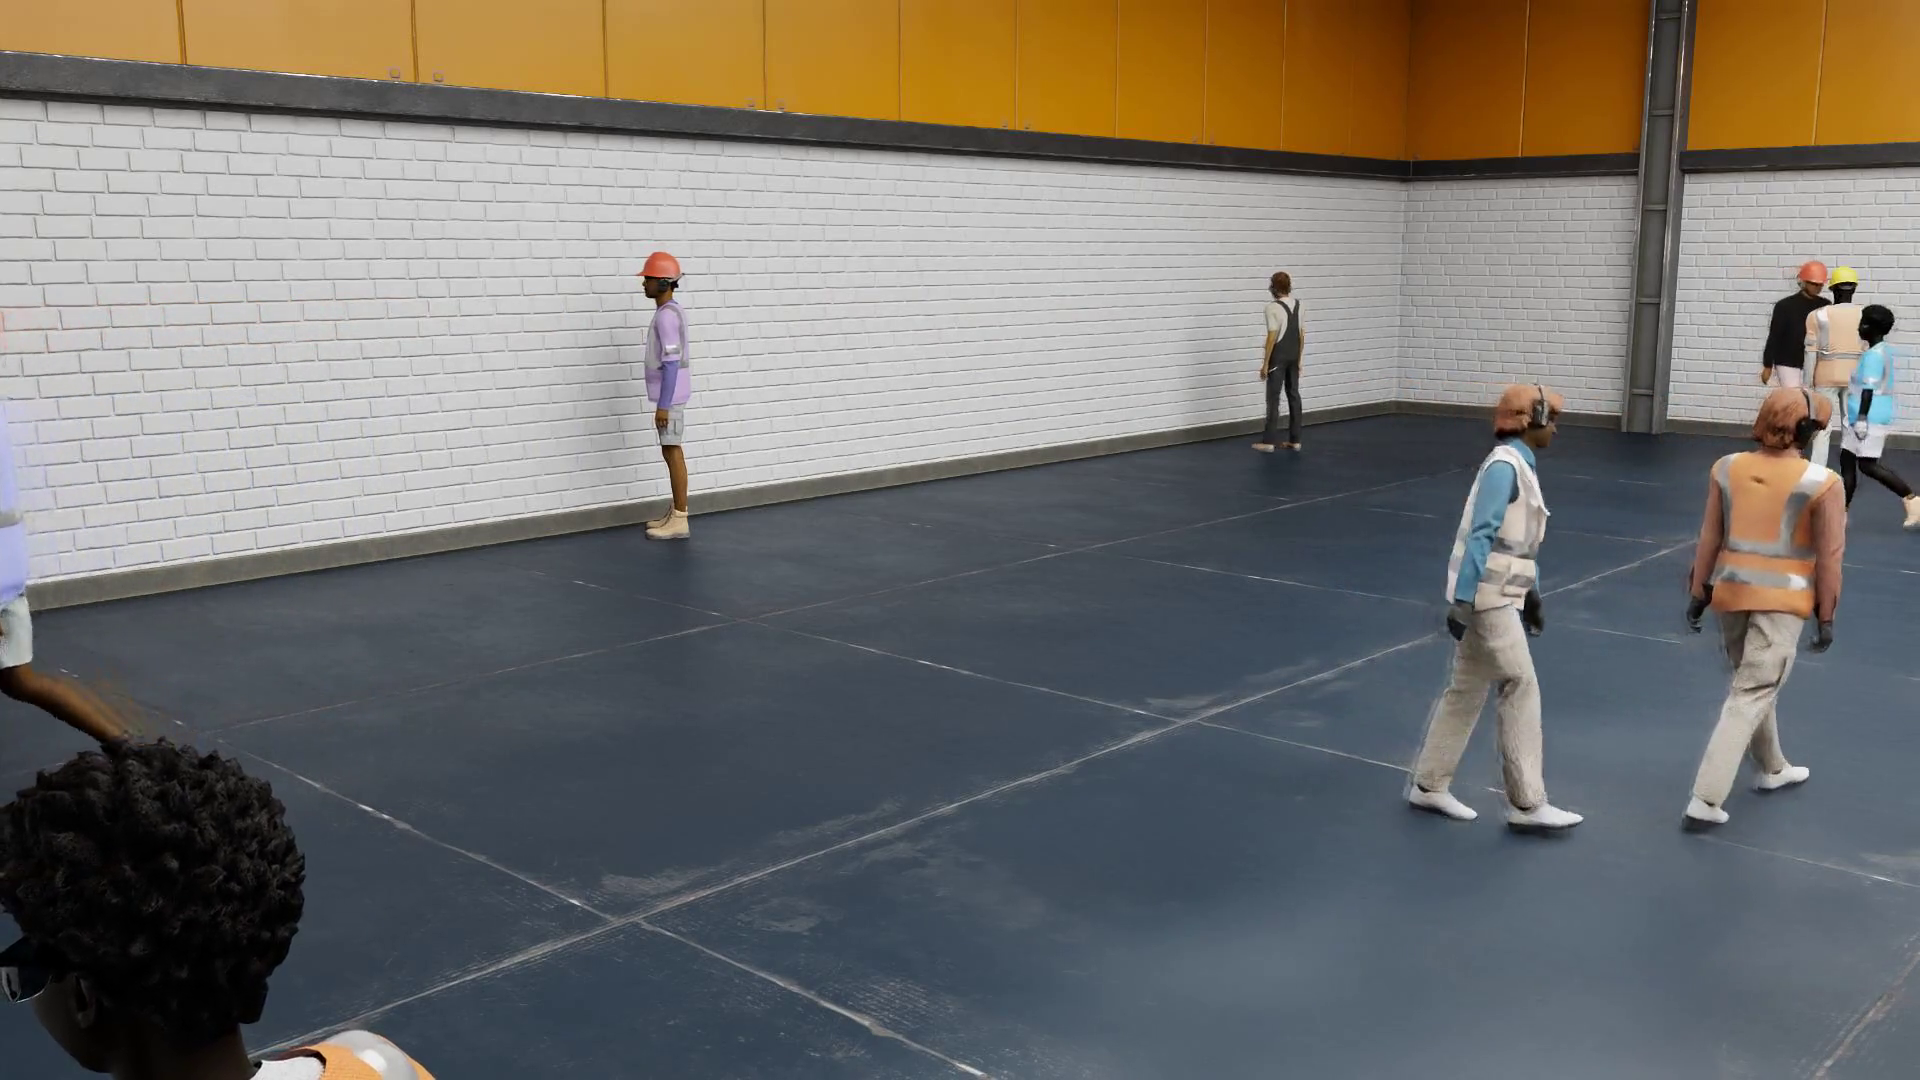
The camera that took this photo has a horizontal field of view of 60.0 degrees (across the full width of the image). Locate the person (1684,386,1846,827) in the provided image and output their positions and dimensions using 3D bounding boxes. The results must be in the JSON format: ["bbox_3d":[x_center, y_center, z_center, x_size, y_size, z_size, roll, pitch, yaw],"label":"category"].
[{"bbox_3d":[2.930,0.234,6.042,0.875,1.585,0.520,-6,12,-32],"label":"person"}]

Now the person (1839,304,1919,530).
[{"bbox_3d":[6.738,-0.890,12.191,0.739,1.669,0.534,6,12,31],"label":"person"}]

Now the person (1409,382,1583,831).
[{"bbox_3d":[1.974,0.240,5.964,0.678,1.591,0.575,4,11,20],"label":"person"}]

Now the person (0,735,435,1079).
[{"bbox_3d":[-0.608,0.997,1.405,0.318,1.691,0.535,3,10,15],"label":"person"}]

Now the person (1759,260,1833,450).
[{"bbox_3d":[7.970,-1.659,15.764,0.623,1.962,0.490,-2,10,-14],"label":"person"}]

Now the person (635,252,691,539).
[{"bbox_3d":[-2.114,-1.030,11.927,0.370,2.048,0.607,-1,10,-8],"label":"person"}]

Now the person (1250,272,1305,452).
[{"bbox_3d":[3.269,-1.810,17.005,0.538,1.836,0.394,-6,12,-31],"label":"person"}]

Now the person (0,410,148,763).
[{"bbox_3d":[-3.317,0.124,5.770,0.880,1.914,0.559,-3,10,-17],"label":"person"}]

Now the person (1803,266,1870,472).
[{"bbox_3d":[7.427,-1.346,14.086,0.585,1.920,0.373,2,10,10],"label":"person"}]
